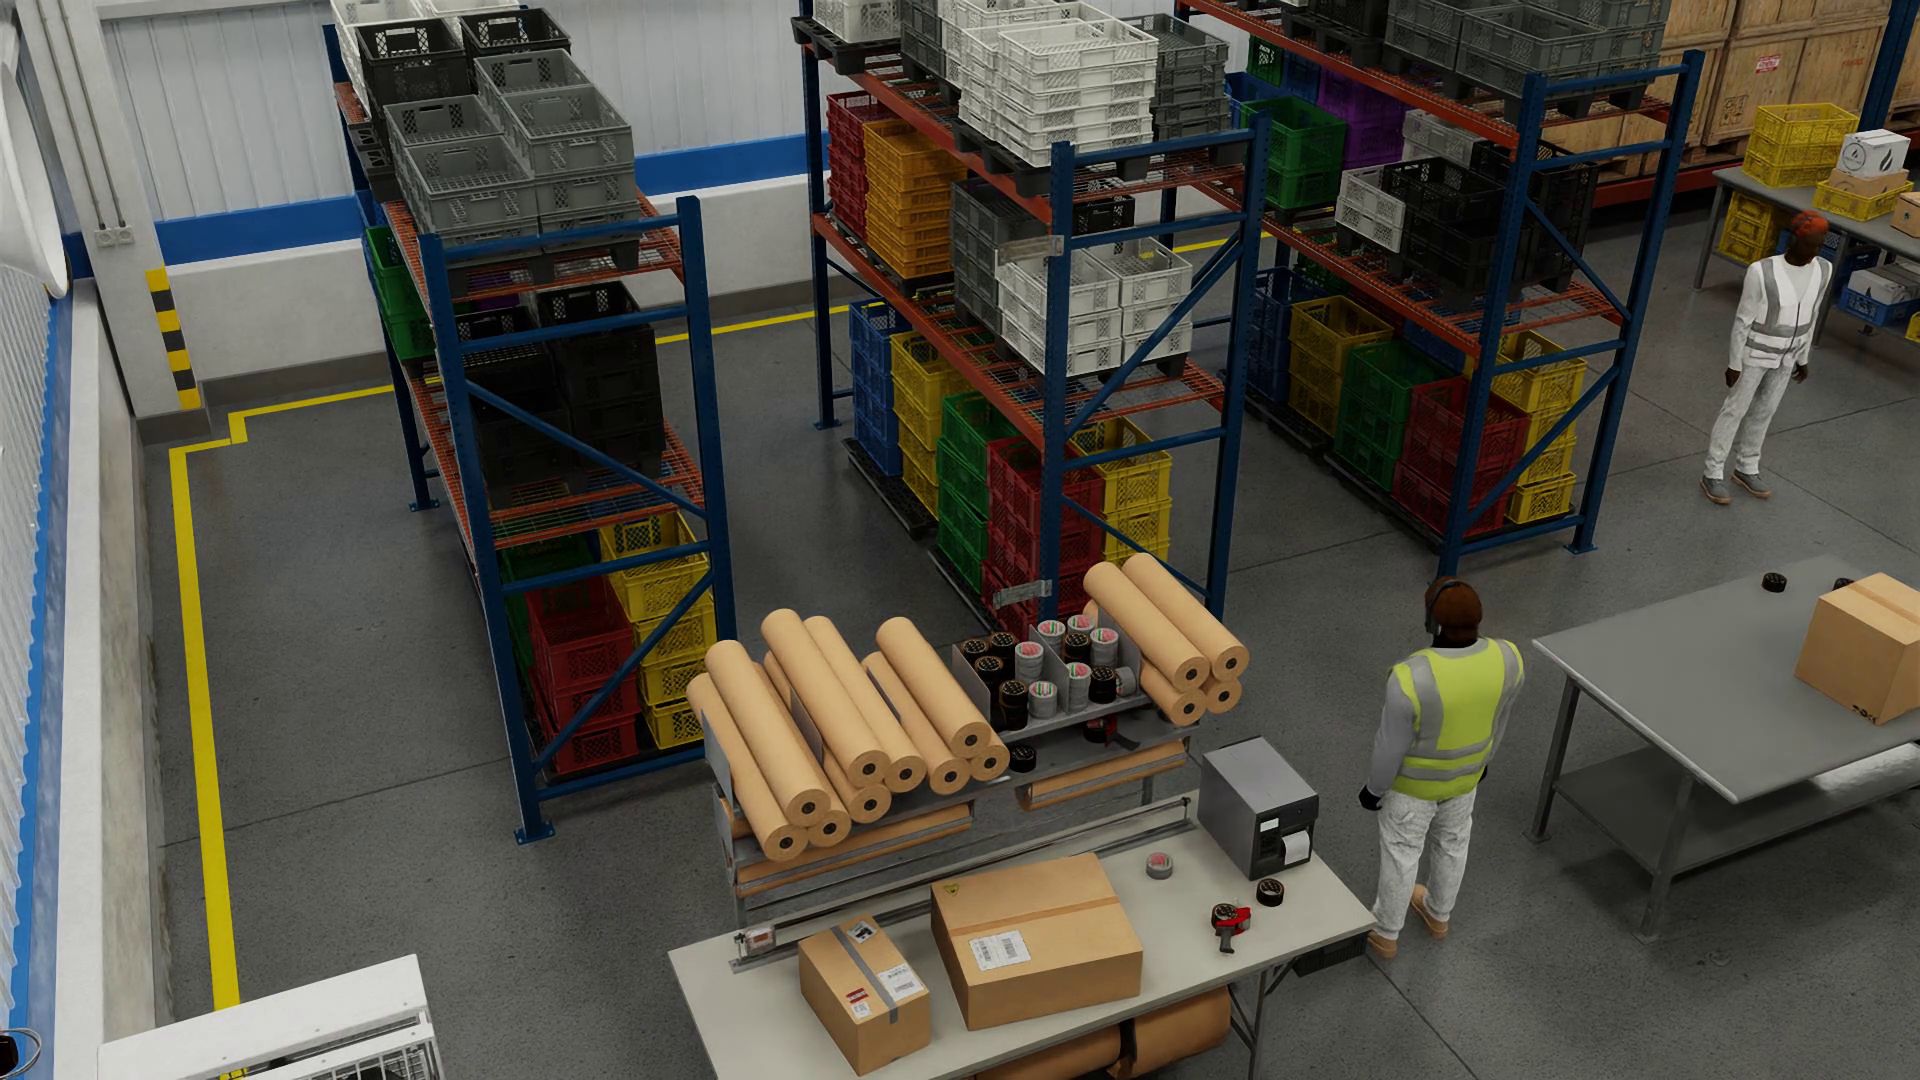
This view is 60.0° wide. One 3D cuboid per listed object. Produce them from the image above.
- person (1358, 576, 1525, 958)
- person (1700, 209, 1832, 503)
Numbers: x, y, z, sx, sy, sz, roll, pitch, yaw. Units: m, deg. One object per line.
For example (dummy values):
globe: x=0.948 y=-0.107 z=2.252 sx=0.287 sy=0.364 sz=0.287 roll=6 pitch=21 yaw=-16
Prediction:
person: x=1.943 y=0.953 z=6.916 sx=0.621 sy=1.837 sz=0.429 roll=-11 pitch=33 yaw=-18
person: x=4.979 y=-1.119 z=10.236 sx=0.576 sy=1.883 sz=0.355 roll=-8 pitch=33 yaw=-13
